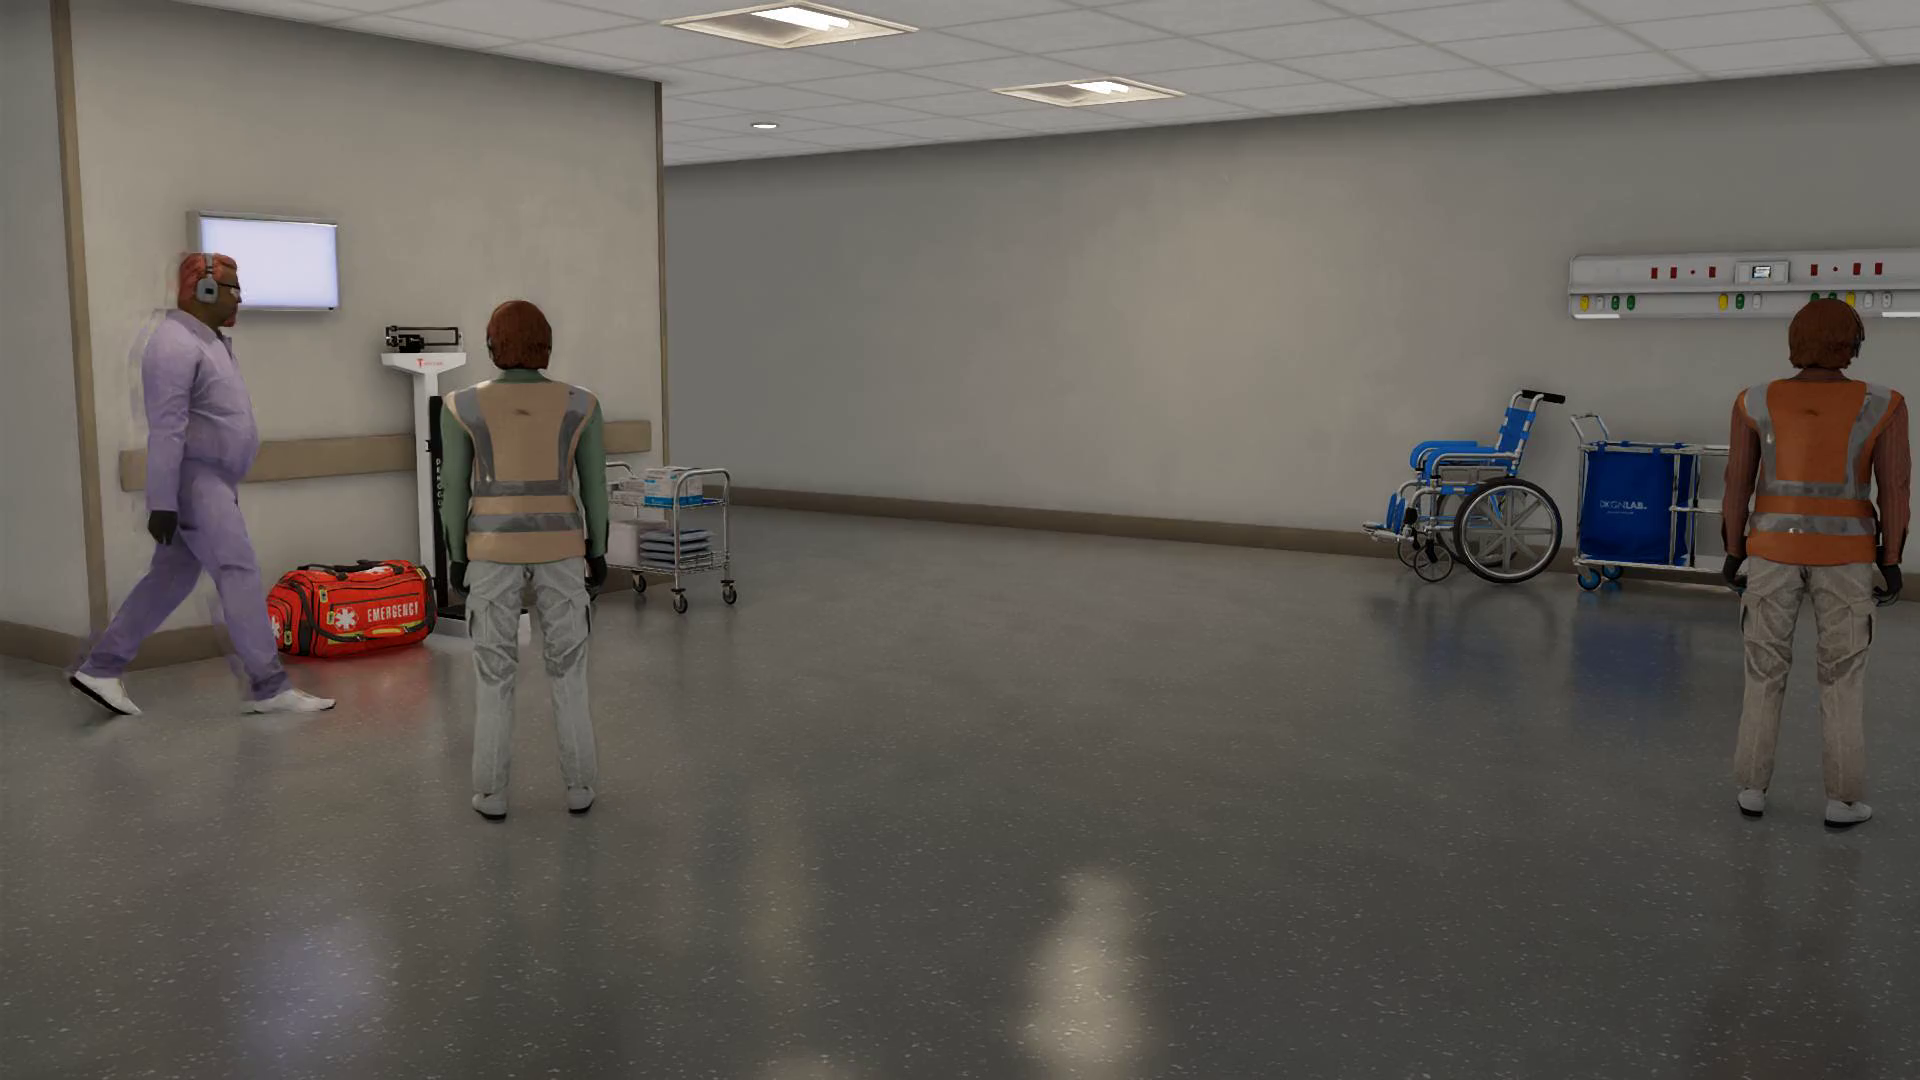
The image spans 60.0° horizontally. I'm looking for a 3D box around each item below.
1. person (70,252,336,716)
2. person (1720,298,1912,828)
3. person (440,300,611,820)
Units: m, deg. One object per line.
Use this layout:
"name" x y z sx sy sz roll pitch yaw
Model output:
"person" -3.090 -0.211 6.624 0.990 1.861 0.658 -2 7 -14
"person" 2.652 0.072 5.185 0.525 1.636 0.307 5 9 35
"person" -1.365 0.066 5.255 0.517 1.633 0.310 -2 7 -18
